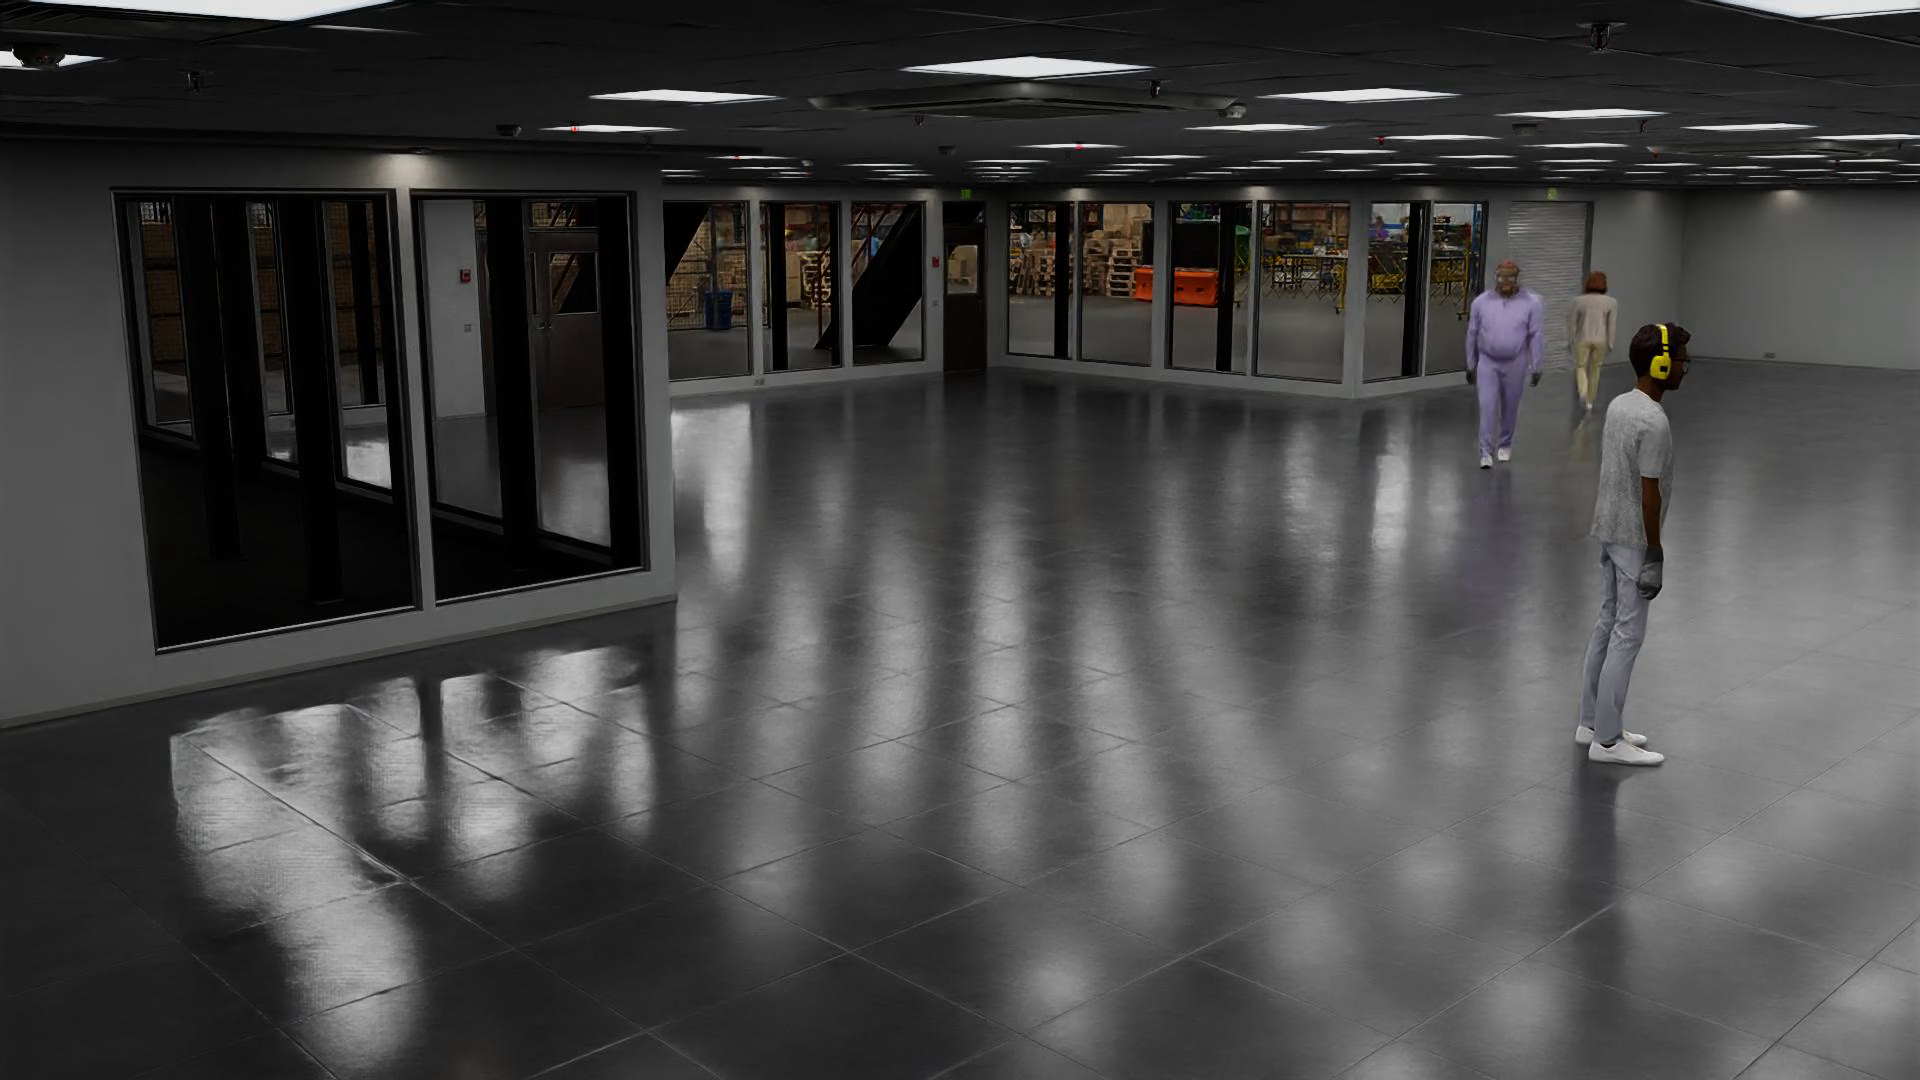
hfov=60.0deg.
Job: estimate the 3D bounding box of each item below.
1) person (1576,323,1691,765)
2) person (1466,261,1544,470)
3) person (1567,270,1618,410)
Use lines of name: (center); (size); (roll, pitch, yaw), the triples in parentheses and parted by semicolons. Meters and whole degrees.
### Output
person: (2.841, 0.021, 7.005); (0.328, 1.861, 0.501); (0, 11, 1)
person: (4.926, -1.589, 15.059); (0.663, 1.857, 0.990); (4, 12, 18)
person: (7.240, -2.273, 19.061); (0.517, 1.617, 0.546); (3, 12, 17)
